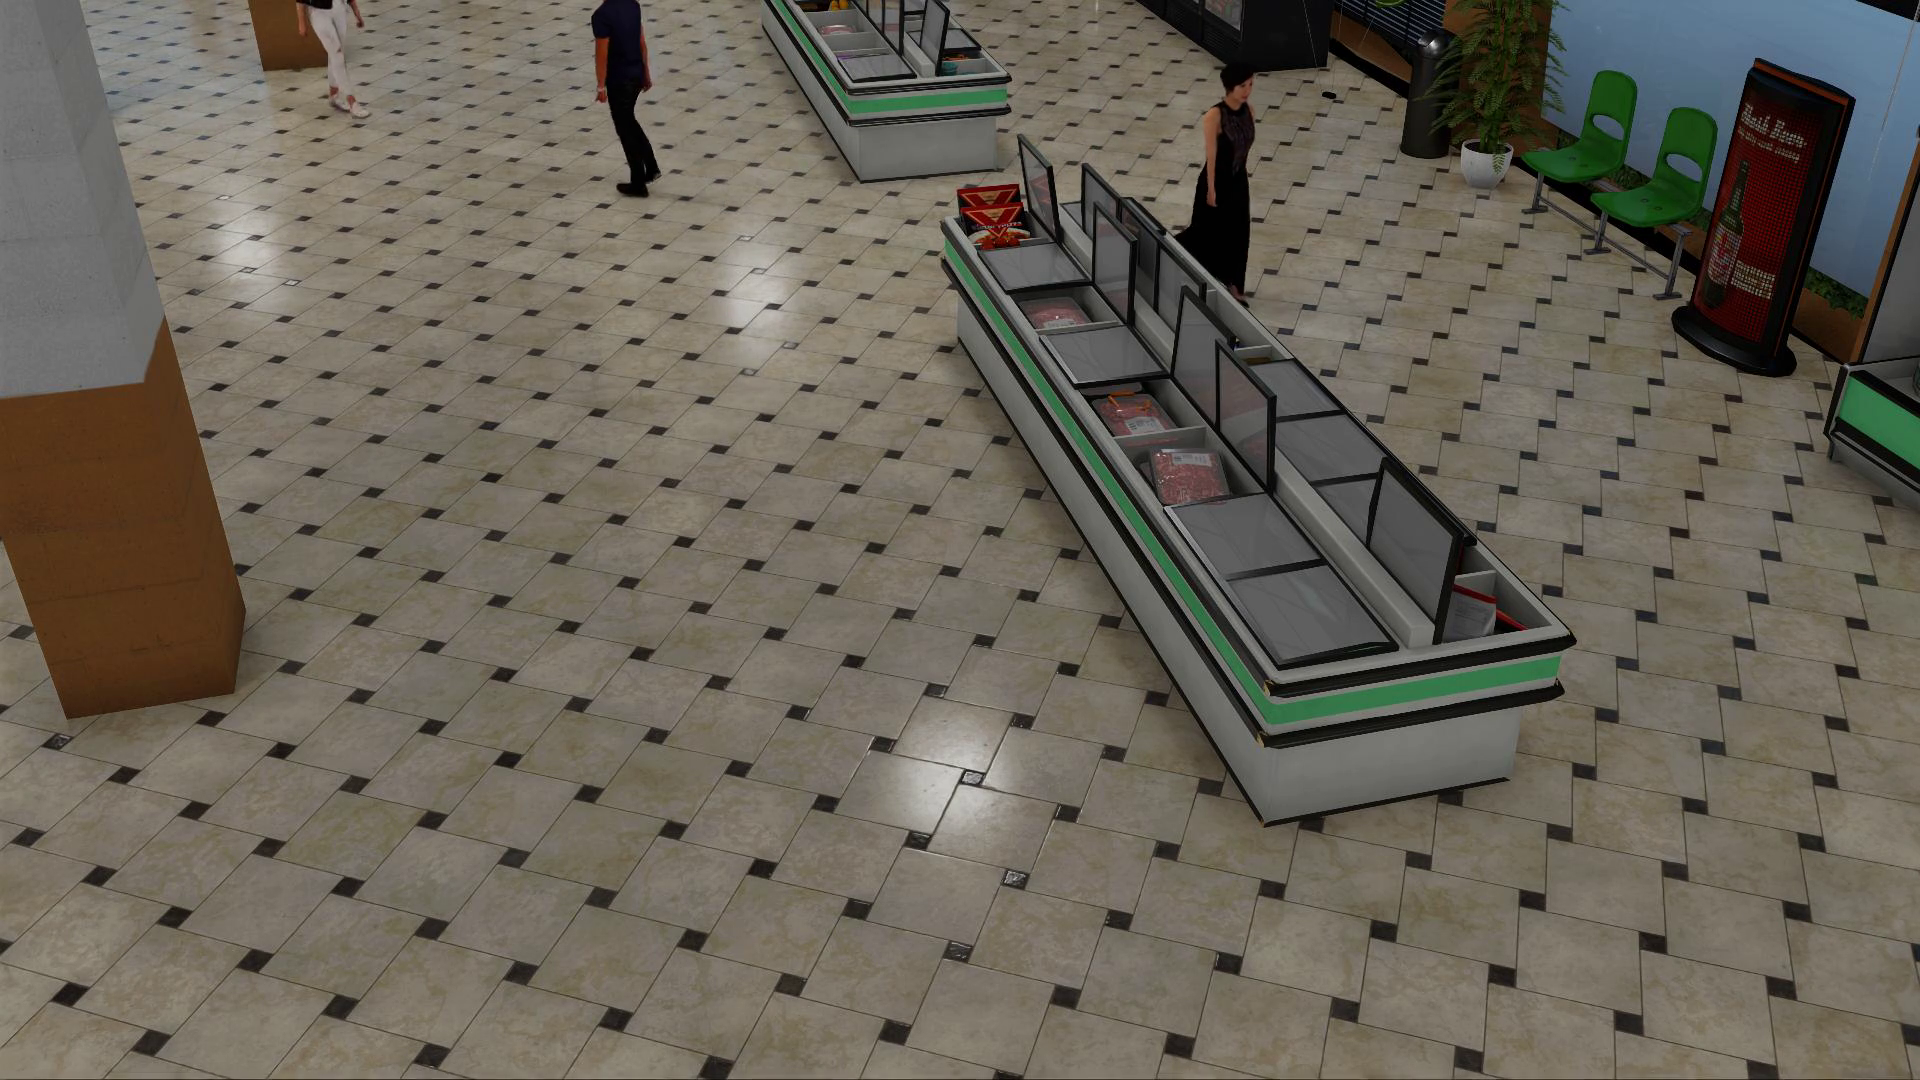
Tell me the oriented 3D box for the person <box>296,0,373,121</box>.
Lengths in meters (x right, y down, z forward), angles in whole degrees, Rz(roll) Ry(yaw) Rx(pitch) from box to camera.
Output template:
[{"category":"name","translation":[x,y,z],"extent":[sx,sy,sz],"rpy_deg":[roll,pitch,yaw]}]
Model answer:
[{"category":"person","translation":[-5.426,-4.458,14.147],"extent":[1.060,1.677,0.979],"rpy_deg":[19,37,28]}]

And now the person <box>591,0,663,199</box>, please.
[{"category":"person","translation":[-2.422,-3.403,12.354],"extent":[0.848,1.781,0.785],"rpy_deg":[16,35,24]}]

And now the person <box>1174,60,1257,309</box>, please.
[{"category":"person","translation":[1.644,-2.318,10.814],"extent":[0.721,1.567,1.058],"rpy_deg":[-16,35,-24]}]
